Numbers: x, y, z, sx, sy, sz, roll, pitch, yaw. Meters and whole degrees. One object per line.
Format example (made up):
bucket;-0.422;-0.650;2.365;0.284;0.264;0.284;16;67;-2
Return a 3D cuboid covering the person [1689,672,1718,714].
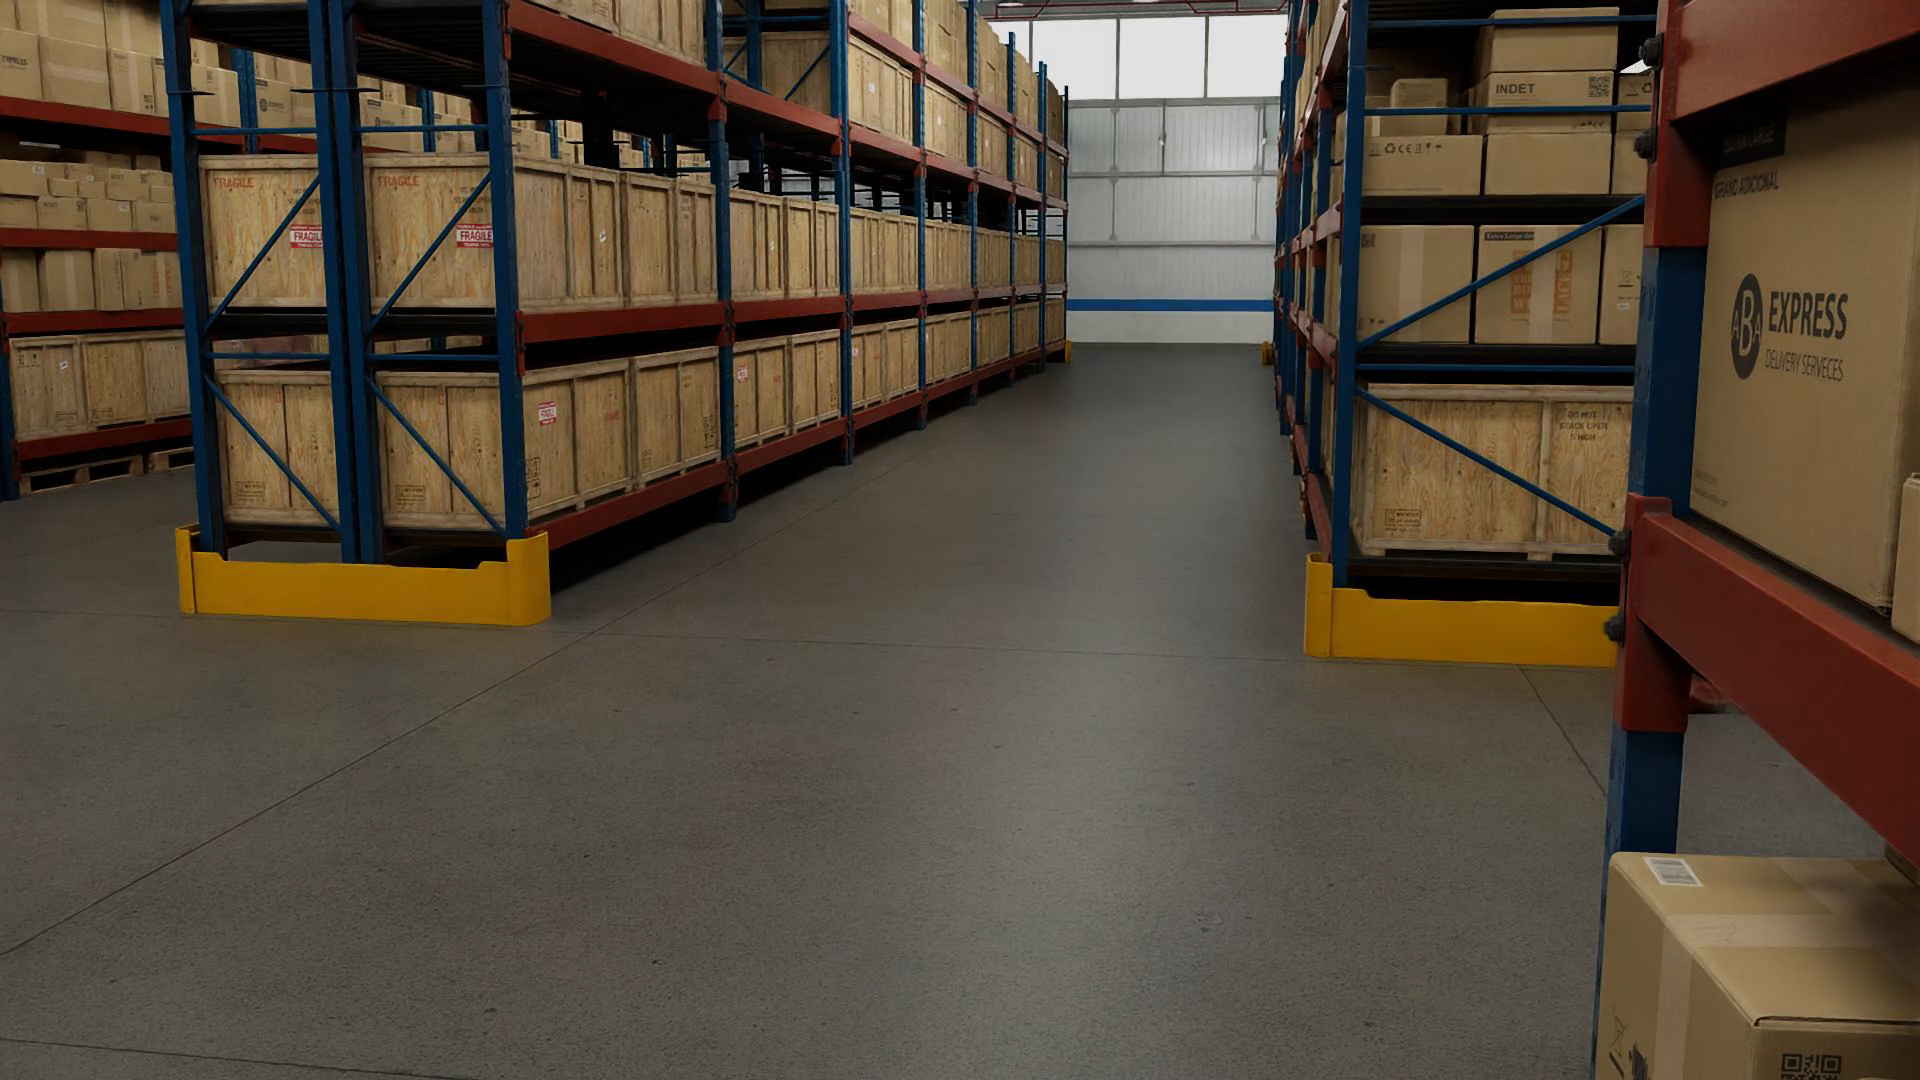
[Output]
person;3.686;-0.122;7.585;0.934;1.868;0.641;1;9;7

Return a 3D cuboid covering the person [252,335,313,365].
person;-6.109;-1.383;15.331;0.681;1.880;0.757;3;10;20
